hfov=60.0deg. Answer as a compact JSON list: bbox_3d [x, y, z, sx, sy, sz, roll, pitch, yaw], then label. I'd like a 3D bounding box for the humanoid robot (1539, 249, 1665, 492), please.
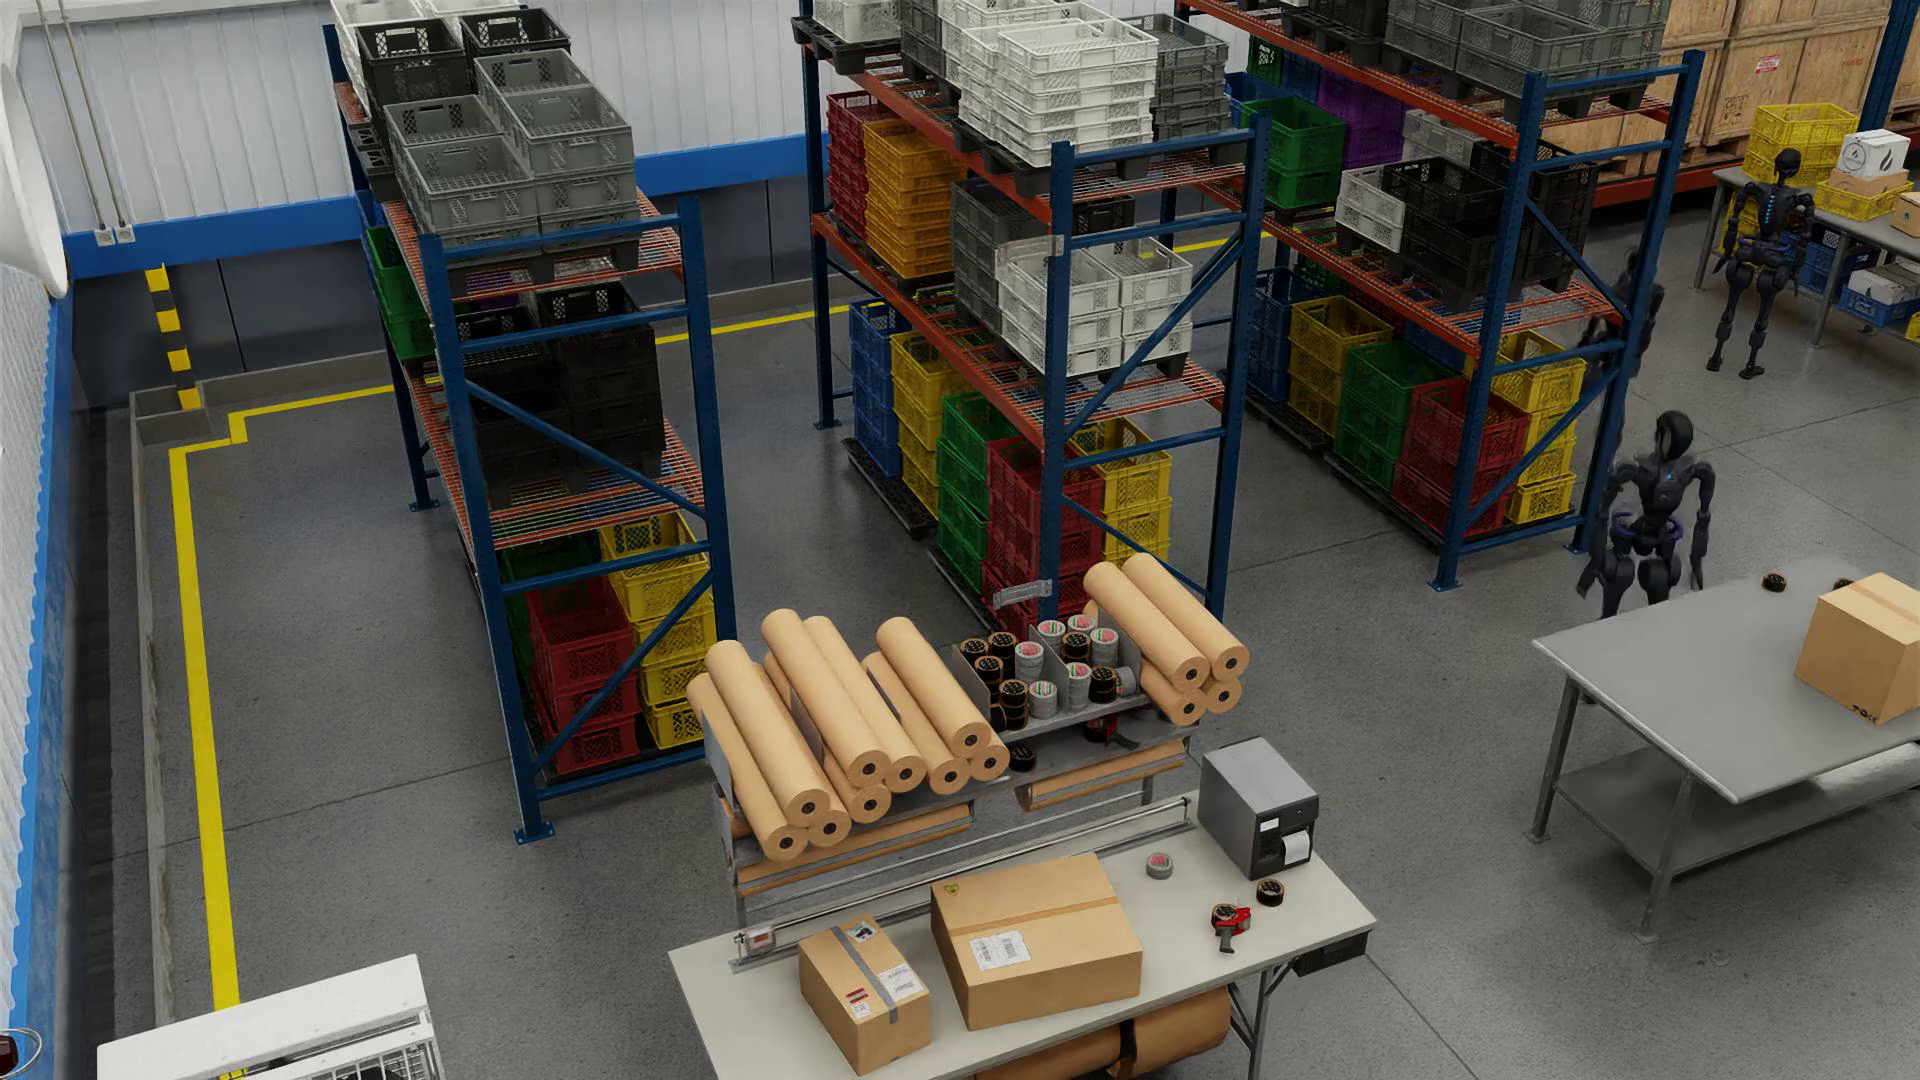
[{"bbox_3d":[4.081,-1.166,10.583,0.632,1.621,0.763,-8,33,-13],"label":"humanoid robot"}]

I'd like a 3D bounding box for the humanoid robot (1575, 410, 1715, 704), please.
[{"bbox_3d":[3.487,0.093,8.472,0.640,1.647,0.344,4,32,6],"label":"humanoid robot"}]

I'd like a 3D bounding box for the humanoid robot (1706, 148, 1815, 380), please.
[{"bbox_3d":[5.685,-1.970,11.814,0.609,1.657,0.313,22,38,32],"label":"humanoid robot"}]
